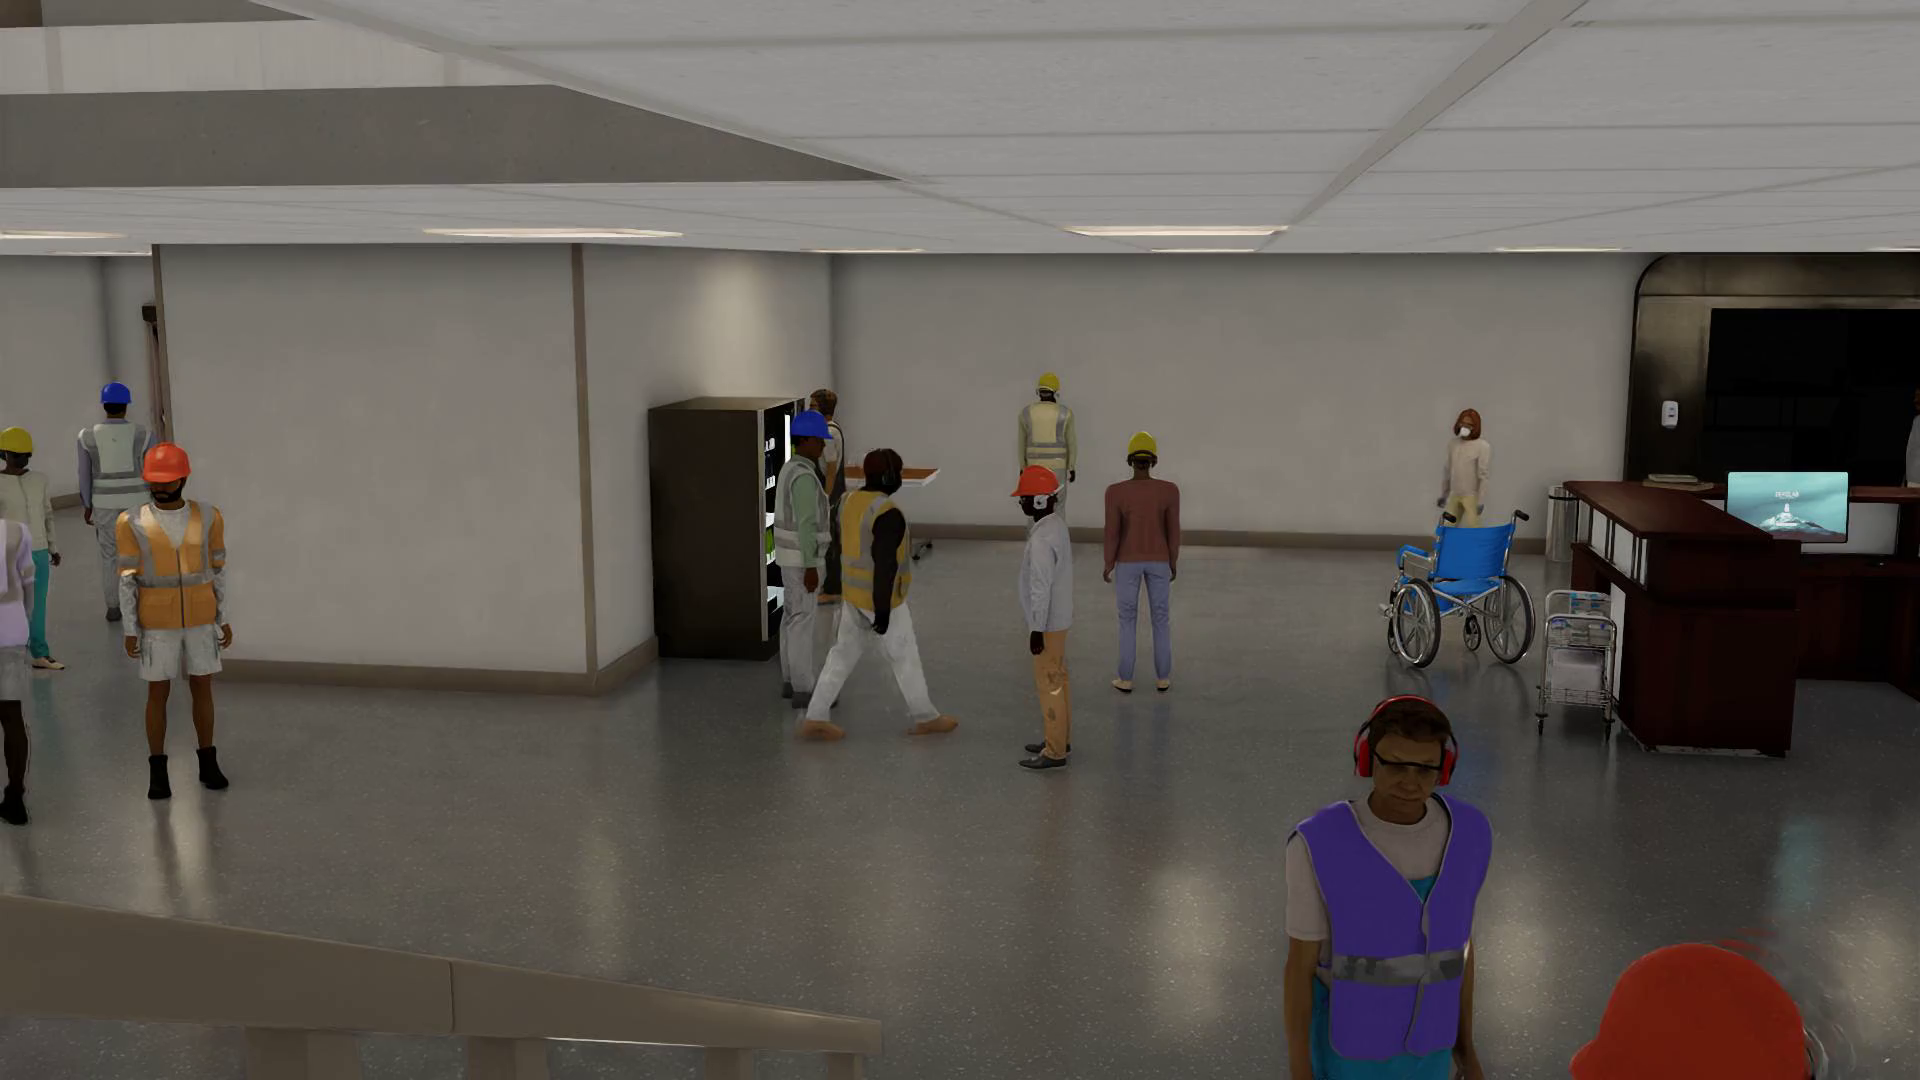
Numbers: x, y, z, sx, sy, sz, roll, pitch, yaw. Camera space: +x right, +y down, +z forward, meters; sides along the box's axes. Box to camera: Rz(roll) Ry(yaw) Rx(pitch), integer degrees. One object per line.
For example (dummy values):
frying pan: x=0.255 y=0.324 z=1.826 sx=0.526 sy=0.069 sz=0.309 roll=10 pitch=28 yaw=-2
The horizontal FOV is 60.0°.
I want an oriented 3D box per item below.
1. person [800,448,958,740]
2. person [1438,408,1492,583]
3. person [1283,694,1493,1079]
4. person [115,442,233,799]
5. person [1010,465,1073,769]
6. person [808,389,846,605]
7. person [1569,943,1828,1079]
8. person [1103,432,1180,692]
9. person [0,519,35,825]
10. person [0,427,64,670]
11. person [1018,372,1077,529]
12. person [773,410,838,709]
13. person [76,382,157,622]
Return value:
person: x=-0.533 y=0.336 z=10.069 sx=0.984 sy=1.794 sz=0.638 roll=-5 pitch=11 yaw=-29
person: x=4.535 y=-0.375 z=14.939 sx=0.294 sy=1.622 sz=0.533 roll=-5 pitch=10 yaw=-28
person: x=1.043 y=1.268 z=4.140 sx=0.566 sy=1.839 sz=0.381 roll=-4 pitch=10 yaw=-22
person: x=-4.238 y=0.430 z=9.019 sx=0.552 sy=1.931 sz=0.369 roll=-7 pitch=11 yaw=-35
person: x=0.465 y=0.436 z=9.576 sx=0.361 sy=1.742 sz=0.563 roll=2 pitch=9 yaw=9
person: x=-1.148 y=-0.371 z=14.229 sx=0.340 sy=1.845 sz=0.512 roll=-1 pitch=9 yaw=-4
person: x=1.036 y=1.500 z=2.369 sx=1.010 sy=1.944 sz=0.648 roll=-2 pitch=10 yaw=-14
person: x=1.225 y=0.153 z=11.249 sx=0.523 sy=1.769 sz=0.322 roll=-1 pitch=9 yaw=-4
person: x=-5.145 y=0.507 z=8.741 sx=0.540 sy=1.874 sz=0.969 roll=-7 pitch=11 yaw=-36
person: x=-6.576 y=0.084 z=11.678 sx=0.330 sy=1.765 sz=0.533 roll=5 pitch=10 yaw=27
person: x=0.882 y=-0.763 z=16.691 sx=0.600 sy=1.832 sz=0.404 roll=2 pitch=9 yaw=13
person: x=-1.019 y=0.121 z=10.889 sx=0.402 sy=1.944 sz=0.605 roll=-2 pitch=10 yaw=-14
person: x=-6.813 y=-0.310 z=13.540 sx=0.614 sy=1.945 sz=0.401 roll=-3 pitch=10 yaw=-20
